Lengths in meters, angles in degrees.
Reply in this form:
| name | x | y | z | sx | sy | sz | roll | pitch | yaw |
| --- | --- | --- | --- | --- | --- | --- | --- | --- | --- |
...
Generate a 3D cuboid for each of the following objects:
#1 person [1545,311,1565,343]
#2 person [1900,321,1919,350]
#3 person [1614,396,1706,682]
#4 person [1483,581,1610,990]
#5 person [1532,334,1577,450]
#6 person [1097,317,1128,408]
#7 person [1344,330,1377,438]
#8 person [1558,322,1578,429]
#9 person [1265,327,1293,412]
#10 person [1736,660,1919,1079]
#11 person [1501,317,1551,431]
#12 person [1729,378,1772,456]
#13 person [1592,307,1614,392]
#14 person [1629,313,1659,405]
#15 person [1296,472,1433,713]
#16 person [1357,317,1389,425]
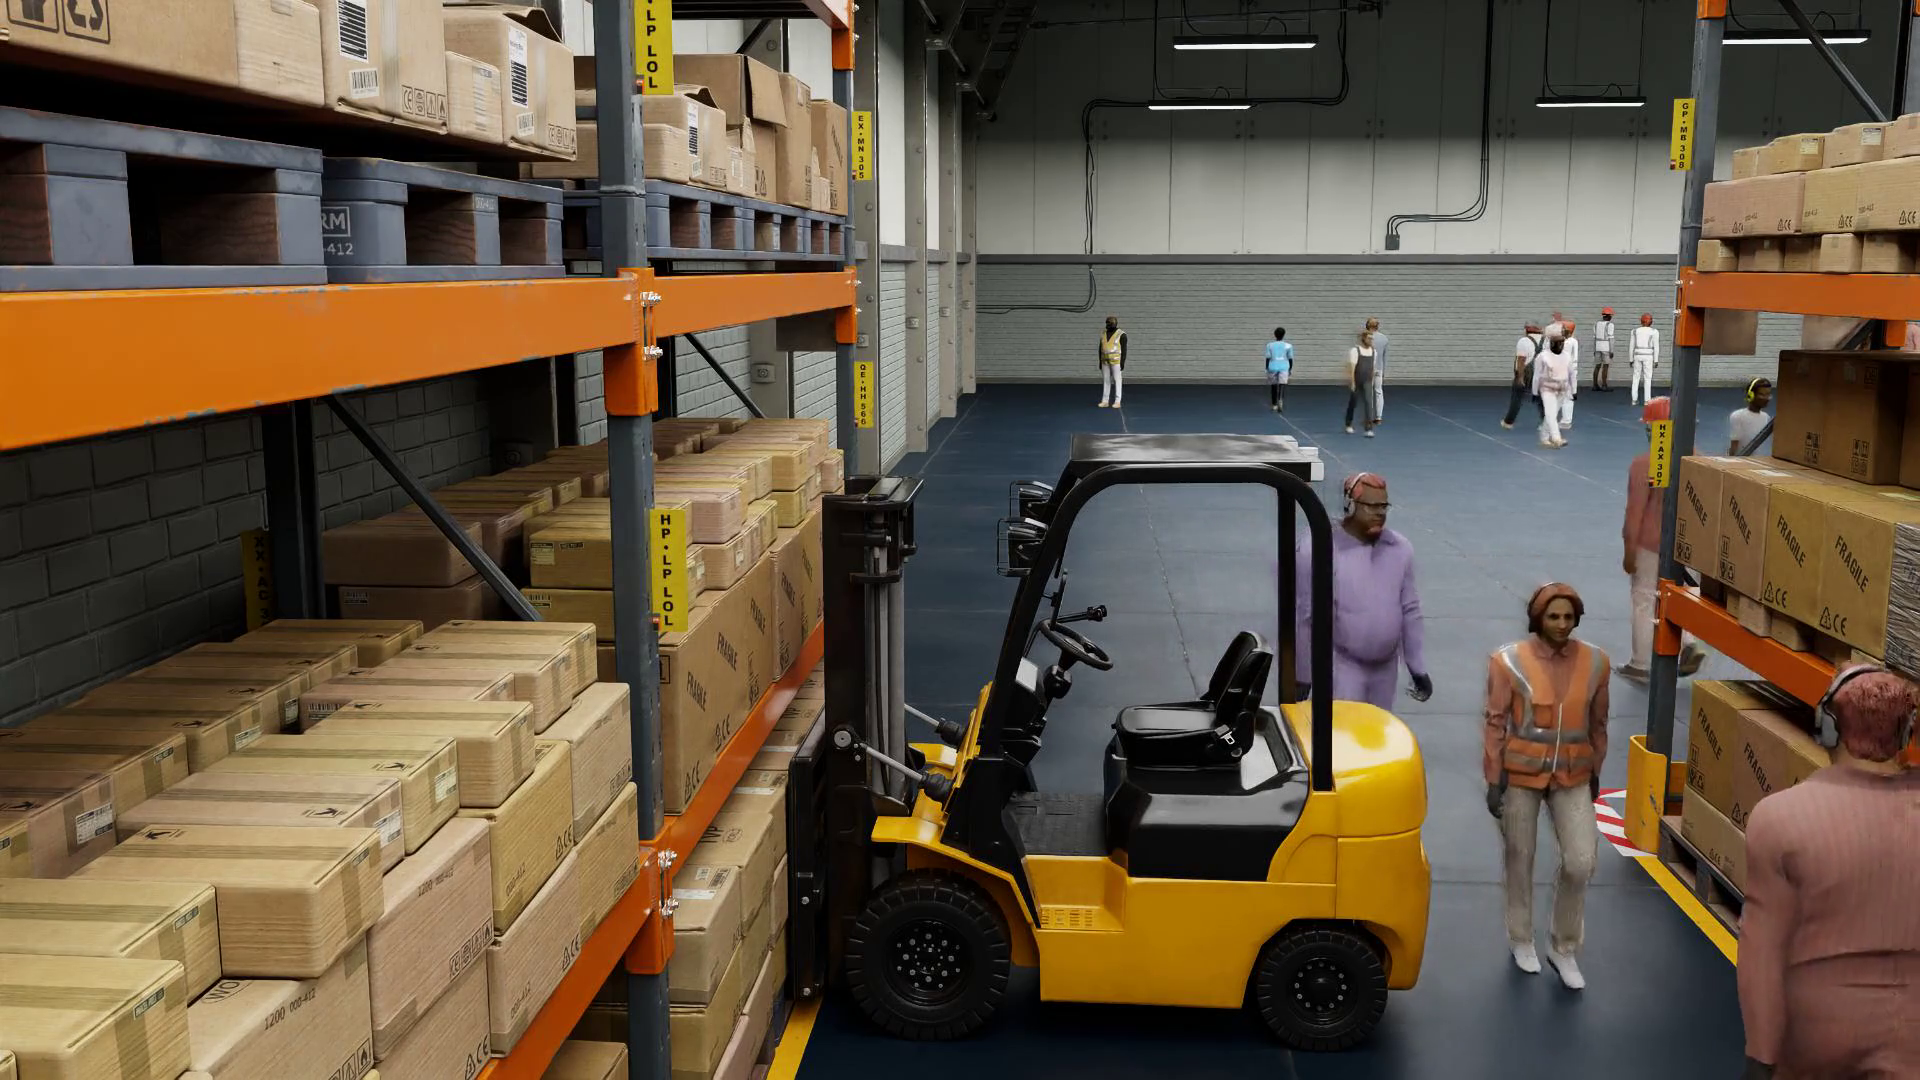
| name | x | y | z | sx | sy | sz | roll | pitch | yaw |
| --- | --- | --- | --- | --- | --- | --- | --- | --- | --- |
| person | 12.825 | -4.009 | 35.993 | 0.669 | 1.886 | 0.517 | -4 | 10 | -25 |
| person | 20.122 | -3.894 | 35.245 | 0.408 | 1.908 | 0.641 | -2 | 10 | -12 |
| person | 4.778 | 0.014 | 11.324 | 0.634 | 1.983 | 0.540 | -4 | 10 | -22 |
| person | 2.331 | 0.974 | 6.592 | 0.533 | 1.615 | 0.567 | 0 | 9 | 1 |
| person | 9.339 | -2.317 | 26.054 | 0.649 | 1.786 | 0.999 | -2 | 10 | -13 |
| person | 3.064 | -3.584 | 33.575 | 0.624 | 1.841 | 0.430 | 7 | 12 | 38 |
| person | 6.759 | -2.648 | 28.042 | 0.523 | 1.806 | 0.982 | -1 | 9 | -8 |
| person | 10.674 | -2.899 | 29.290 | 0.356 | 1.882 | 0.574 | 6 | 11 | 31 |
| person | 6.252 | -3.340 | 32.621 | 0.538 | 1.669 | 0.773 | 2 | 10 | 12 |
| person | 2.318 | 1.238 | 4.298 | 0.646 | 1.868 | 0.988 | 1 | 9 | 4 |
| person | 9.933 | -2.918 | 28.922 | 0.682 | 2.000 | 1.007 | -3 | 10 | -17 |
| person | 7.376 | -0.613 | 15.616 | 0.529 | 1.830 | 0.927 | -3 | 10 | -17 |
| person | 14.664 | -4.335 | 37.828 | 0.377 | 1.932 | 0.552 | -4 | 10 | -25 |
| person | 14.068 | -3.712 | 34.209 | 0.583 | 1.882 | 0.337 | 8 | 12 | 41 |
| person | 1.924 | 0.614 | 7.981 | 0.649 | 1.886 | 0.441 | -5 | 10 | -26 |
| person | 7.388 | -3.024 | 29.877 | 0.629 | 1.940 | 0.379 | -4 | 10 | -24 |
